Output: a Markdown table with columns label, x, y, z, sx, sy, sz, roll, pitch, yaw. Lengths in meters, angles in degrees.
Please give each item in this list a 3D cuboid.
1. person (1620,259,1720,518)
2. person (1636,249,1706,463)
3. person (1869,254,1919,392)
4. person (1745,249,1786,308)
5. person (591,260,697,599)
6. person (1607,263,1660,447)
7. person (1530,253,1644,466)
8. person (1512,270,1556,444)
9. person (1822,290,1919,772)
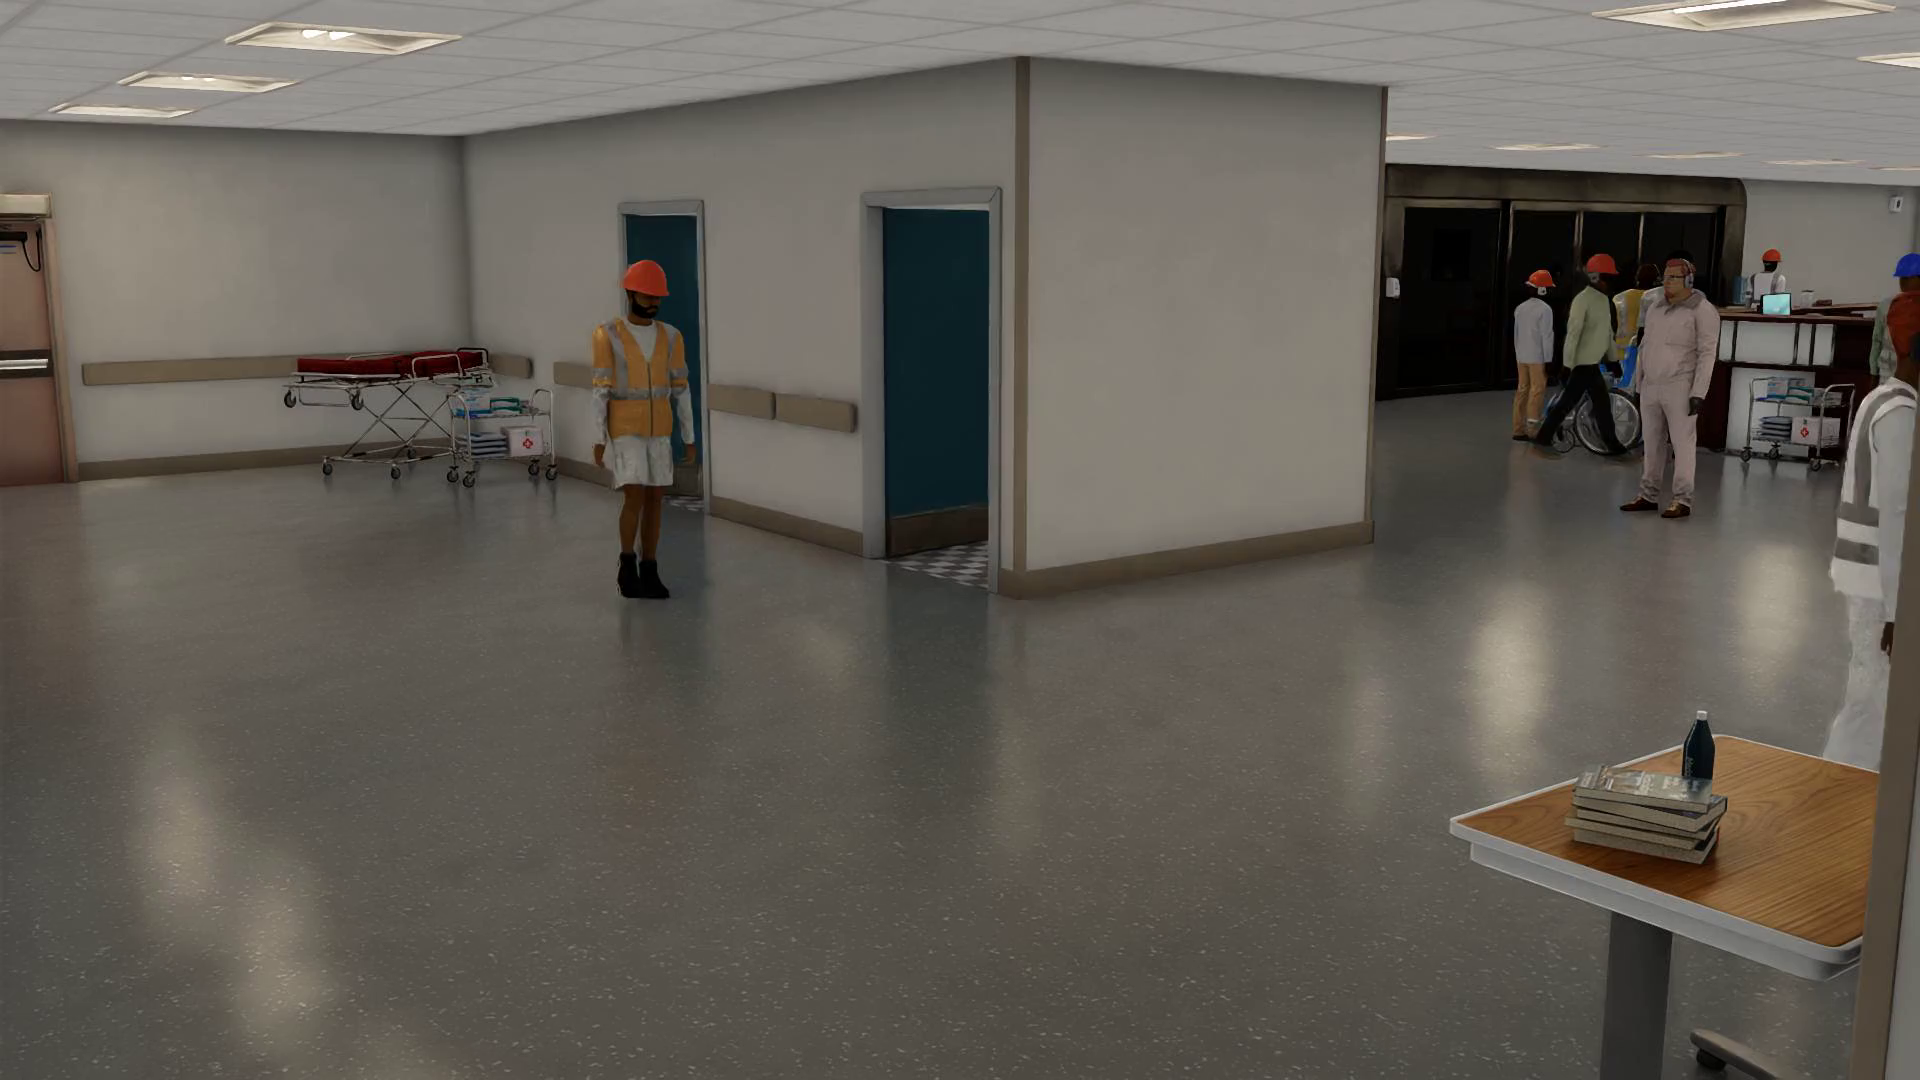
| label | x | y | z | sx | sy | sz | roll | pitch | yaw |
| --- | --- | --- | --- | --- | --- | --- | --- | --- | --- |
| person | 5.267 | -1.124 | 12.354 | 0.410 | 1.909 | 0.643 | -5 | 11 | -26 |
| person | 6.572 | -1.695 | 15.384 | 0.613 | 1.963 | 0.362 | 9 | 13 | 40 |
| person | 7.801 | -1.383 | 13.736 | 0.420 | 1.938 | 0.601 | -6 | 12 | -32 |
| person | 11.623 | -3.216 | 23.989 | 0.364 | 1.935 | 0.553 | -8 | 13 | -37 |
| person | -1.768 | -0.608 | 9.397 | 0.582 | 1.925 | 0.437 | -8 | 13 | -37 |
| person | 6.519 | -1.723 | 15.928 | 0.628 | 1.835 | 0.429 | 5 | 11 | 24 |
| person | 5.775 | -1.655 | 15.296 | 1.089 | 1.937 | 0.602 | 7 | 12 | 35 |
| person | 5.823 | -1.844 | 16.815 | 0.326 | 1.752 | 0.560 | -3 | 11 | -16 |
| person | 2.933 | 0.157 | 5.315 | 0.473 | 1.880 | 0.599 | 5 | 11 | 26 |
